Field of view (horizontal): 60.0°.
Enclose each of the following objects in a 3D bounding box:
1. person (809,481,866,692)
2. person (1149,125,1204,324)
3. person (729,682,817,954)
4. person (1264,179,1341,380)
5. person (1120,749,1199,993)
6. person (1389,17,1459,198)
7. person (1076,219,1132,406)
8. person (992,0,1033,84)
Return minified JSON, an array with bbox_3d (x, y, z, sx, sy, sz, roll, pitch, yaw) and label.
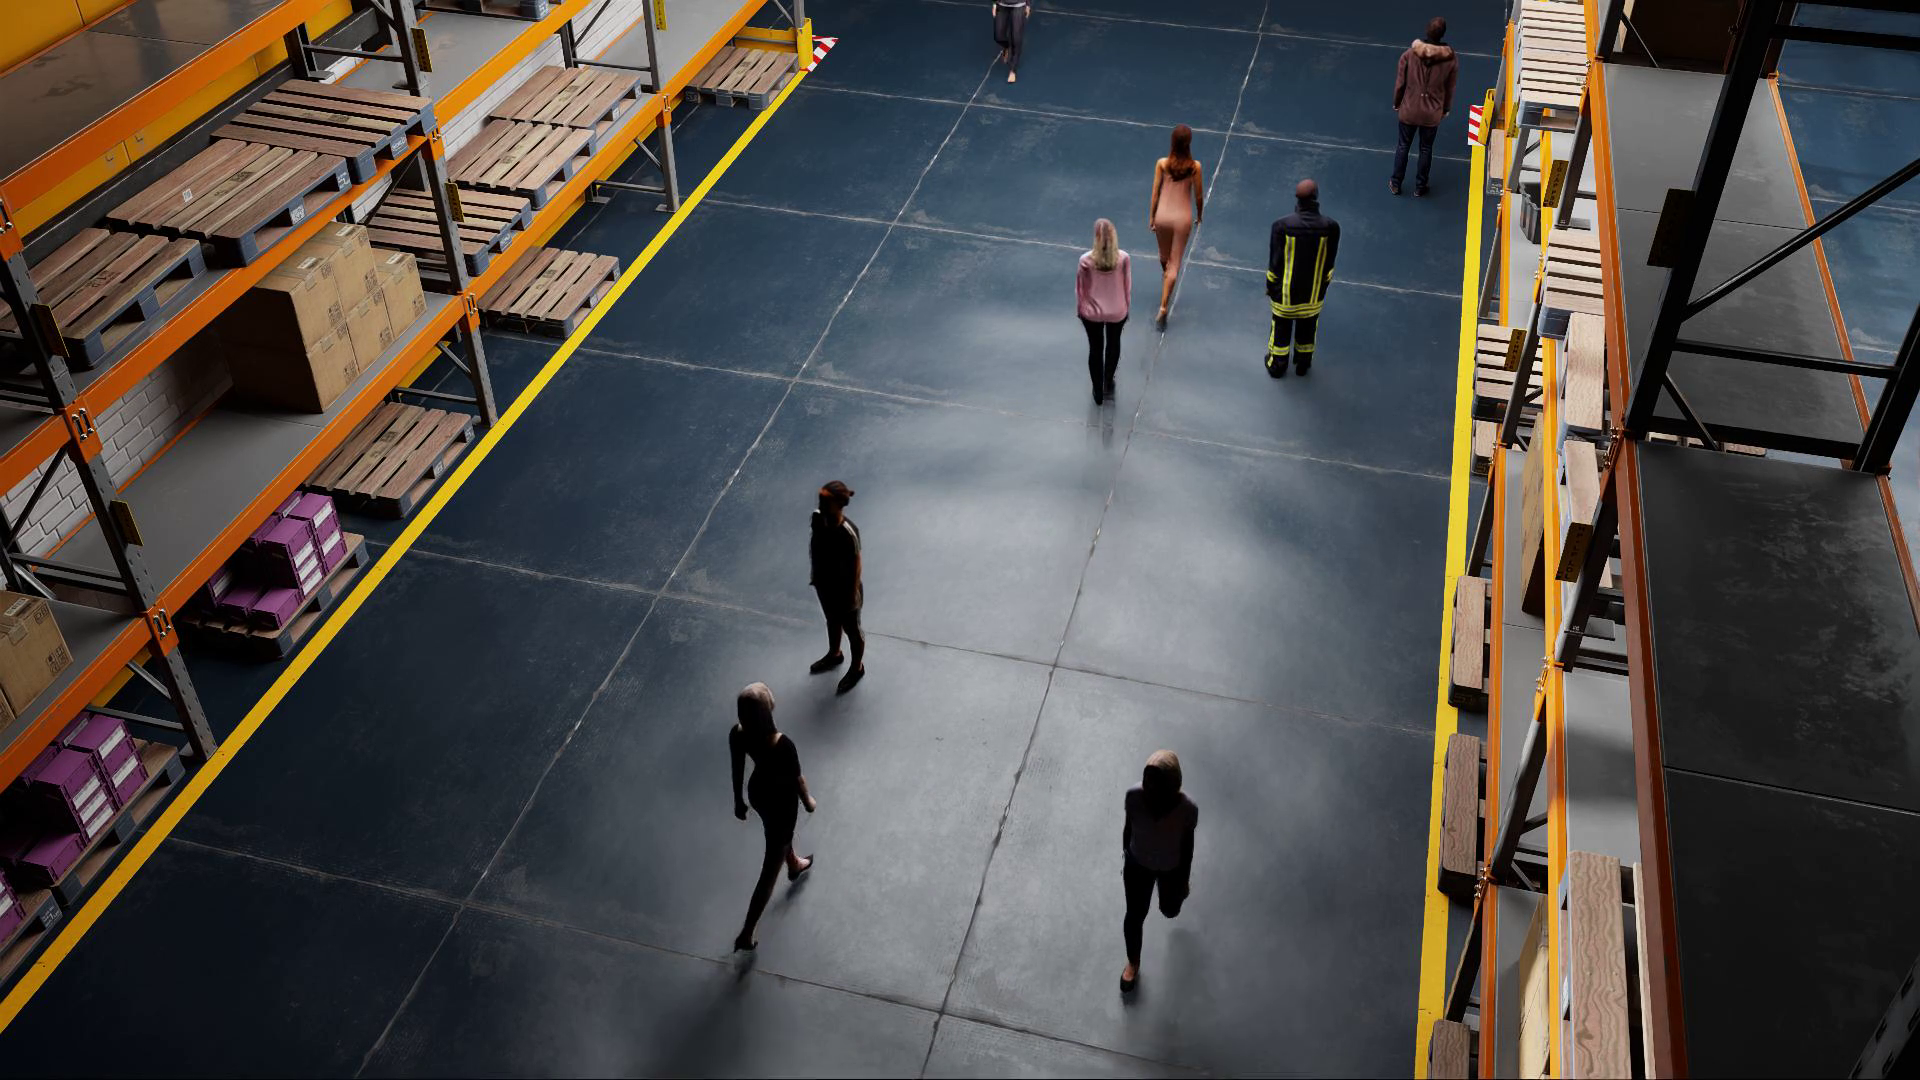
[{"bbox_3d":[-0.814,0.276,11.179,0.676,1.668,0.663,-31,48,-33],"label":"person"},{"bbox_3d":[1.907,-2.801,14.940,0.620,1.782,1.109,9,39,11],"label":"person"},{"bbox_3d":[-1.108,1.584,9.441,0.786,1.792,1.196,20,43,23],"label":"person"},{"bbox_3d":[2.895,-2.226,14.190,0.805,1.821,0.753,1,39,1],"label":"person"},{"bbox_3d":[1.126,1.757,9.295,0.614,1.704,0.951,13,40,15],"label":"person"},{"bbox_3d":[4.682,-4.388,16.876,0.738,1.846,0.638,10,40,12],"label":"person"},{"bbox_3d":[1.198,-1.853,13.840,0.681,1.673,0.674,0,39,0],"label":"person"},{"bbox_3d":[0.600,-6.247,19.309,0.653,1.714,0.845,6,39,8],"label":"person"}]
